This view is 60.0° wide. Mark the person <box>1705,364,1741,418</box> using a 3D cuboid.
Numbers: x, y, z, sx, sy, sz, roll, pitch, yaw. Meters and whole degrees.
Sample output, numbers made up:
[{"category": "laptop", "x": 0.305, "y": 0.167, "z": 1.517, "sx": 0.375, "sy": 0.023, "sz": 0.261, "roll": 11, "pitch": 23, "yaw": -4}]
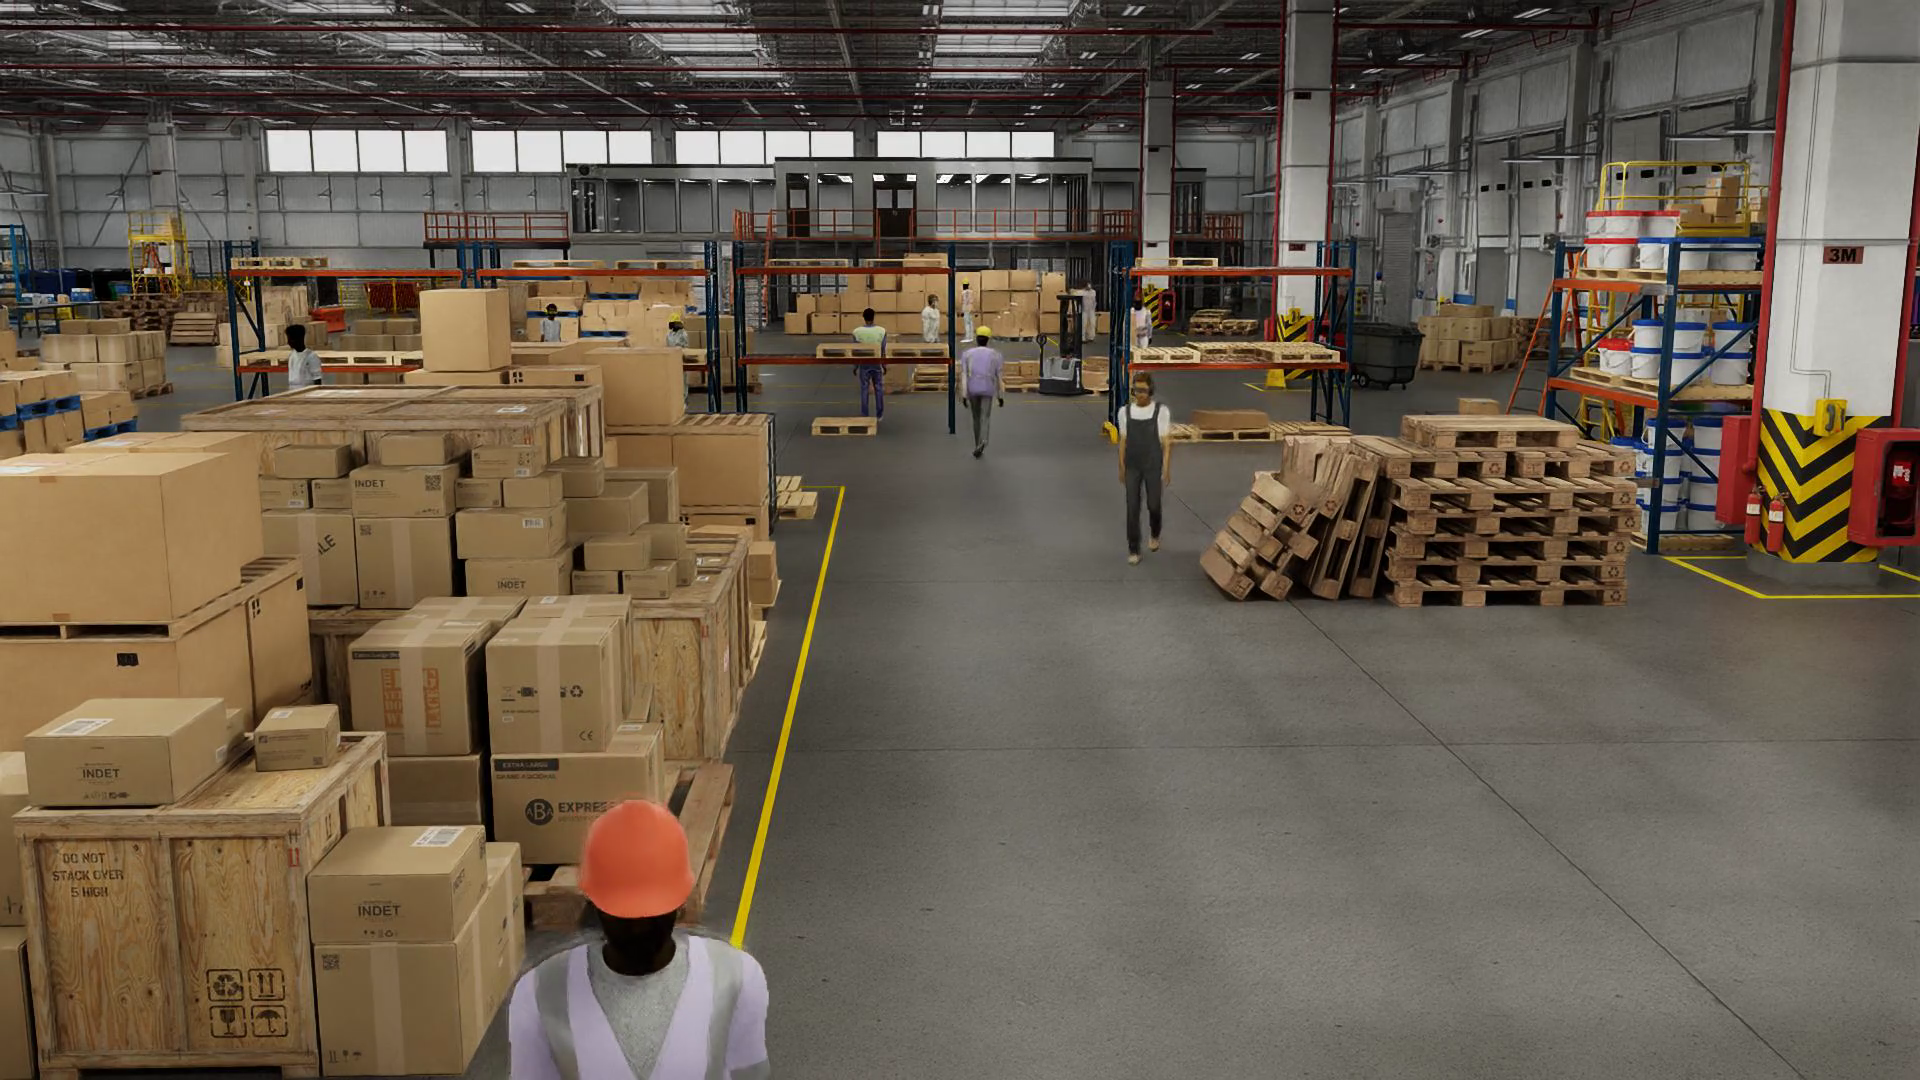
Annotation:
[{"category": "person", "x": 9.351, "y": -1.595, "z": 20.549, "sx": 0.566, "sy": 1.917, "sz": 0.705, "roll": -6, "pitch": 12, "yaw": -29}]

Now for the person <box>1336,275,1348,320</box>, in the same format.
[{"category": "person", "x": 14.853, "y": -9.580, "z": 64.902, "sx": 0.593, "sy": 1.967, "sz": 0.806, "roll": 0, "pitch": 10, "yaw": 0}]

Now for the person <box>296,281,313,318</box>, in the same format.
[{"category": "person", "x": -17.348, "y": -5.823, "z": 43.760, "sx": 0.624, "sy": 2.000, "sz": 0.705, "roll": 1, "pitch": 10, "yaw": 4}]

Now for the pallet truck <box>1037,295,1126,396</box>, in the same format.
[{"category": "pallet truck", "x": 2.483, "y": -3.881, "z": 33.060, "sx": 1.885, "sy": 1.965, "sz": 0.823, "roll": -7, "pitch": 13, "yaw": -36}]

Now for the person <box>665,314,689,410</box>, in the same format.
[{"category": "person", "x": -5.127, "y": -3.217, "z": 30.073, "sx": 0.494, "sy": 1.743, "sz": 0.303, "roll": 5, "pitch": 11, "yaw": 26}]

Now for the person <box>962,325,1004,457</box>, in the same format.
[{"category": "person", "x": 0.312, "y": -2.086, "z": 23.464, "sx": 0.599, "sy": 1.871, "sz": 0.891, "roll": 1, "pitch": 10, "yaw": 5}]

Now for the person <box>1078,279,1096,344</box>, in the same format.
[{"category": "person", "x": 3.786, "y": -6.720, "z": 49.110, "sx": 0.646, "sy": 1.919, "sz": 0.641, "roll": -5, "pitch": 11, "yaw": -26}]

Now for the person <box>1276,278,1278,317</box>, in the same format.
[{"category": "person", "x": 13.026, "y": -9.978, "z": 67.462, "sx": 0.625, "sy": 1.844, "sz": 0.429, "roll": -1, "pitch": 10, "yaw": -6}]

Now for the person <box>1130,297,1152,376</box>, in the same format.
[{"category": "person", "x": 3.975, "y": -4.510, "z": 37.109, "sx": 0.665, "sy": 1.800, "sz": 0.923, "roll": 0, "pitch": 10, "yaw": 1}]

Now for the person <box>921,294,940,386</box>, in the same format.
[{"category": "person", "x": -0.593, "y": -4.246, "z": 35.261, "sx": 0.372, "sy": 1.940, "sz": 0.631, "roll": 4, "pitch": 11, "yaw": 22}]

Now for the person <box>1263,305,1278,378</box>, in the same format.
[{"category": "person", "x": 7.005, "y": -4.352, "z": 36.575, "sx": 0.553, "sy": 1.663, "sz": 0.769, "roll": 10, "pitch": 14, "yaw": 43}]

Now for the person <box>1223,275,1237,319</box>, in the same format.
[{"category": "person", "x": 9.702, "y": -8.694, "z": 60.160, "sx": 0.948, "sy": 1.908, "sz": 0.560, "roll": -2, "pitch": 10, "yaw": -11}]

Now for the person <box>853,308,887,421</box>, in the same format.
[{"category": "person", "x": -1.520, "y": -2.963, "z": 28.184, "sx": 0.587, "sy": 1.914, "sz": 0.392, "roll": -2, "pitch": 10, "yaw": -10}]

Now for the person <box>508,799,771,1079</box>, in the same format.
[{"category": "person", "x": -0.689, "y": 1.447, "z": 3.637, "sx": 0.552, "sy": 1.913, "sz": 0.866, "roll": -2, "pitch": 10, "yaw": -11}]

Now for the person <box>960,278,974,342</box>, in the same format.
[{"category": "person", "x": 0.202, "y": -6.932, "z": 50.254, "sx": 0.387, "sy": 1.927, "sz": 0.589, "roll": 5, "pitch": 12, "yaw": 28}]

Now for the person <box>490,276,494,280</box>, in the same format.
[{"category": "person", "x": -18.199, "y": -9.510, "z": 64.828, "sx": 0.591, "sy": 1.837, "sz": 0.946, "roll": 2, "pitch": 10, "yaw": 11}]

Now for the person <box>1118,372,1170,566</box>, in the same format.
[{"category": "person", "x": 1.754, "y": -0.692, "z": 15.768, "sx": 0.528, "sy": 1.828, "sz": 0.627, "roll": 3, "pitch": 11, "yaw": 16}]

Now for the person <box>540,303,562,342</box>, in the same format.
[{"category": "person", "x": -7.791, "y": -3.590, "z": 31.815, "sx": 0.330, "sy": 1.866, "sz": 0.512, "roll": 8, "pitch": 13, "yaw": 36}]

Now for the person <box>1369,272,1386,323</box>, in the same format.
[{"category": "person", "x": 15.006, "y": -8.641, "z": 59.718, "sx": 0.615, "sy": 1.945, "sz": 0.404, "roll": 7, "pitch": 12, "yaw": 33}]

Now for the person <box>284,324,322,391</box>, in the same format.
[{"category": "person", "x": -8.659, "y": -1.865, "z": 21.939, "sx": 0.610, "sy": 1.956, "sz": 0.386, "roll": 8, "pitch": 13, "yaw": 36}]
